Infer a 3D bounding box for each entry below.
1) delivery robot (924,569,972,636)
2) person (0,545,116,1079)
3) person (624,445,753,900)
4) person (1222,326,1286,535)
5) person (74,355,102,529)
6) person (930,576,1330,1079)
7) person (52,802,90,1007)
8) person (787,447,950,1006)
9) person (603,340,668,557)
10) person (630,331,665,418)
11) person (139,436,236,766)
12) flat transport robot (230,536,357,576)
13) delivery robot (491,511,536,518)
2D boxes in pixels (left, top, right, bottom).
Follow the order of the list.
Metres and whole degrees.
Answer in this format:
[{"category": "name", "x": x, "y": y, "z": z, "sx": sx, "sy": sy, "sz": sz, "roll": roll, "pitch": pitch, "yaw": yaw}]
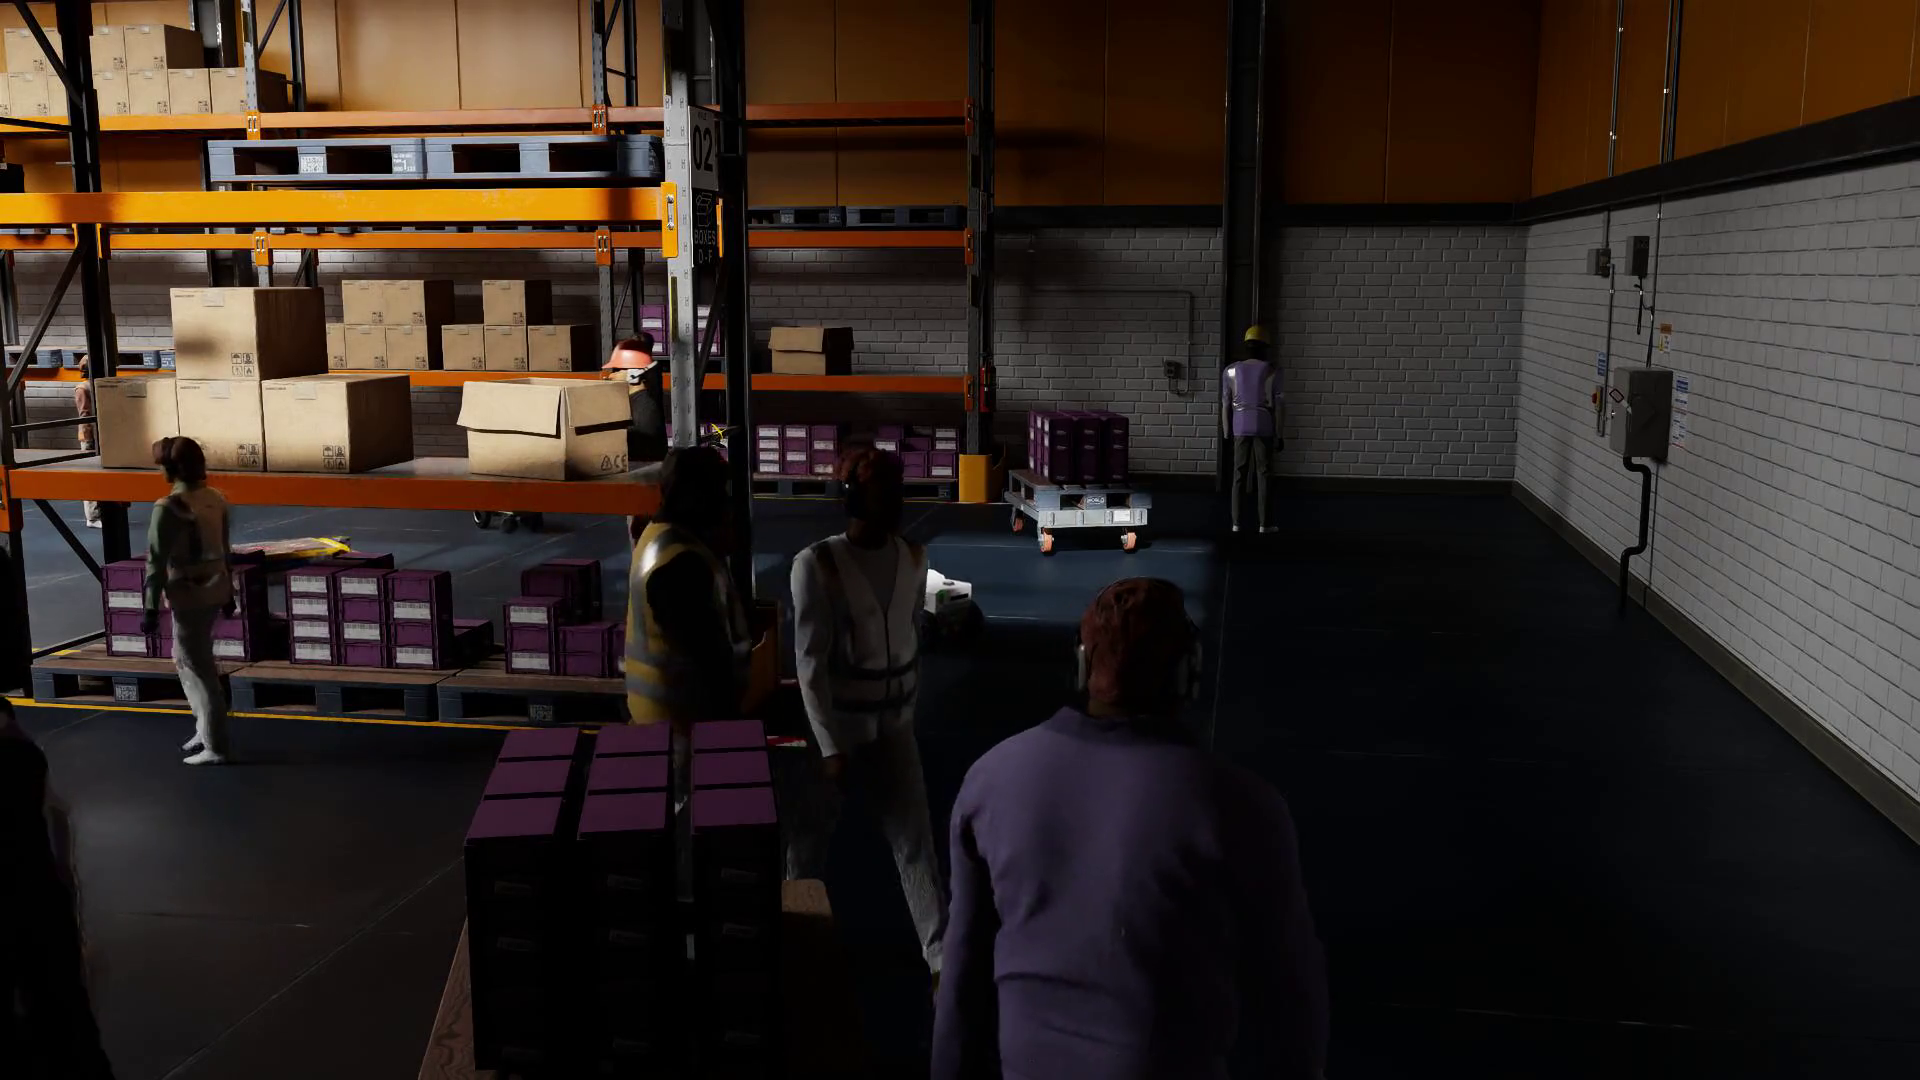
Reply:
[{"category": "delivery robot", "x": -0.268, "y": 0.355, "z": 10.786, "sx": 0.707, "sy": 0.478, "sz": 0.477, "roll": 8, "pitch": 12, "yaw": 41}, {"category": "person", "x": -1.946, "y": 0.966, "z": 3.211, "sx": 0.743, "sy": 1.884, "sz": 0.510, "roll": 9, "pitch": 13, "yaw": 43}, {"category": "person", "x": -0.839, "y": 0.589, "z": 5.697, "sx": 0.590, "sy": 1.822, "sz": 0.638, "roll": -1, "pitch": 9, "yaw": -8}, {"category": "person", "x": 2.701, "y": -1.003, "z": 15.291, "sx": 0.585, "sy": 1.918, "sz": 0.379, "roll": 4, "pitch": 10, "yaw": 22}, {"category": "person", "x": -8.147, "y": -0.931, "z": 15.701, "sx": 0.309, "sy": 1.641, "sz": 0.514, "roll": -1, "pitch": 9, "yaw": -5}, {"category": "person", "x": 0.351, "y": 0.994, "z": 3.090, "sx": 0.654, "sy": 1.860, "sz": 0.926, "roll": 7, "pitch": 11, "yaw": 35}, {"category": "person", "x": -2.111, "y": 1.050, "z": 3.531, "sx": 0.495, "sy": 1.612, "sz": 0.700, "roll": -4, "pitch": 10, "yaw": -25}, {"category": "person", "x": -0.293, "y": 0.617, "z": 5.488, "sx": 0.575, "sy": 1.831, "sz": 0.989, "roll": -7, "pitch": 12, "yaw": -38}, {"category": "person", "x": -1.988, "y": -0.237, "z": 10.290, "sx": 0.381, "sy": 1.996, "sz": 0.608, "roll": -2, "pitch": 9, "yaw": -14}, {"category": "person", "x": -3.036, "y": -1.094, "z": 16.079, "sx": 0.345, "sy": 1.846, "sz": 0.508, "roll": 1, "pitch": 9, "yaw": 5}, {"category": "person", "x": -3.778, "y": 0.308, "z": 8.083, "sx": 0.496, "sy": 1.623, "sz": 0.517, "roll": 1, "pitch": 9, "yaw": 4}, {"category": "flat transport robot", "x": -5.477, "y": 0.157, "z": 13.187, "sx": 1.431, "sy": 0.197, "sz": 0.652, "roll": -7, "pitch": 12, "yaw": -38}, {"category": "delivery robot", "x": -4.188, "y": -0.417, "z": 15.579, "sx": 0.477, "sy": 0.478, "sz": 0.707, "roll": -9, "pitch": 13, "yaw": -43}]
